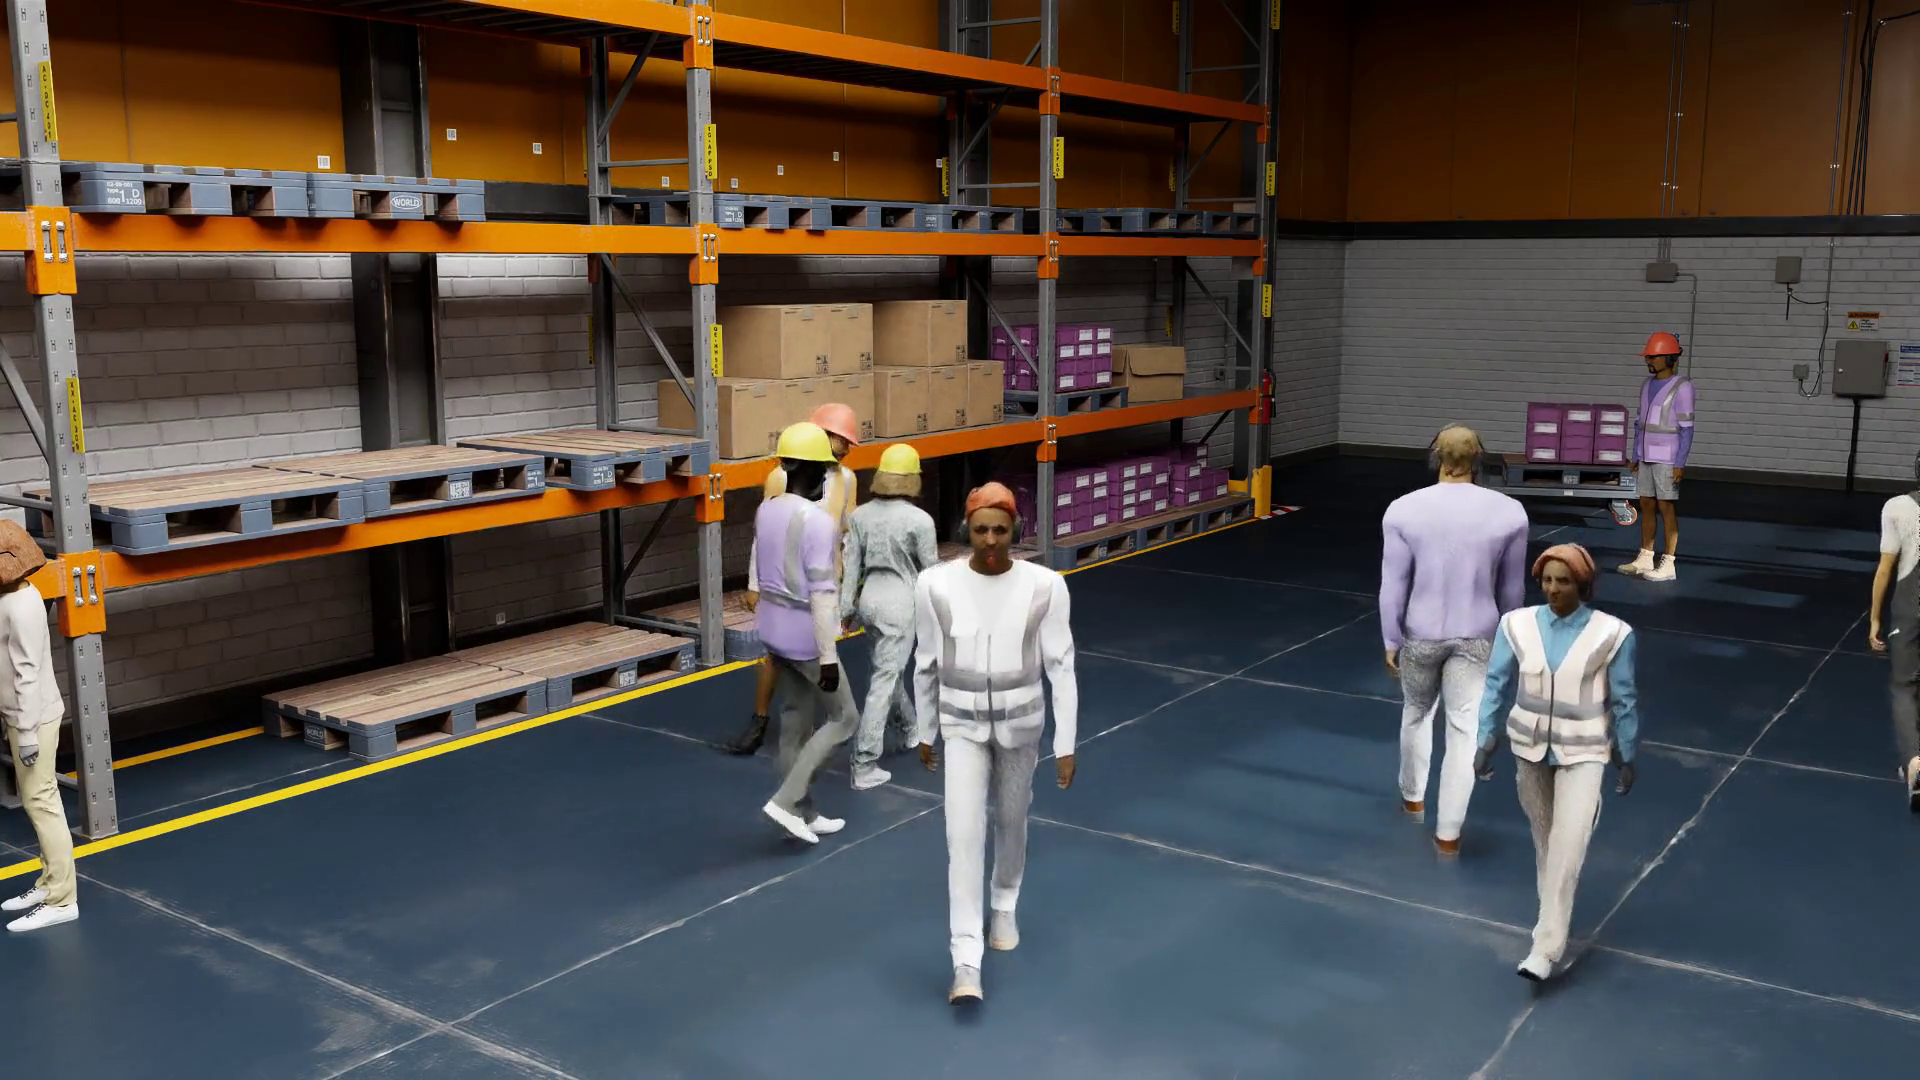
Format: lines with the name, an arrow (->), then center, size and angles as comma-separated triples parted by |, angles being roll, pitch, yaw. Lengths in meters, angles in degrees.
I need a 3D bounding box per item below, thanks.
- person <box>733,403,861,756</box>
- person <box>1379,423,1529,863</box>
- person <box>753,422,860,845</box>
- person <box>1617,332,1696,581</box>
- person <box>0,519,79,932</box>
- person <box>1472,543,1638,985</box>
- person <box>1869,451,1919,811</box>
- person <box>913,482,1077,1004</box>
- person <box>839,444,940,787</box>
person -> -0.845, 0.218, 8.804 | 0.680, 1.886, 0.496 | -6, 11, -33
person -> 2.215, 0.421, 7.531 | 0.629, 1.897, 0.934 | 3, 10, 15
person -> -0.694, 0.432, 7.423 | 0.399, 1.913, 0.617 | -7, 12, -35
person -> 5.735, -0.684, 13.705 | 0.382, 2.041, 0.616 | -3, 10, -15
person -> -3.696, 0.722, 6.574 | 0.277, 1.629, 0.496 | -6, 11, -33
person -> 2.181, 0.807, 6.156 | 0.550, 1.590, 0.871 | 7, 12, 37
person -> 4.678, 0.393, 8.001 | 0.510, 1.818, 0.823 | 3, 10, 19
person -> 0.123, 0.711, 6.037 | 0.597, 1.829, 0.995 | 0, 10, 2
person -> -0.295, 0.357, 8.509 | 0.489, 1.697, 0.922 | 6, 11, 33
